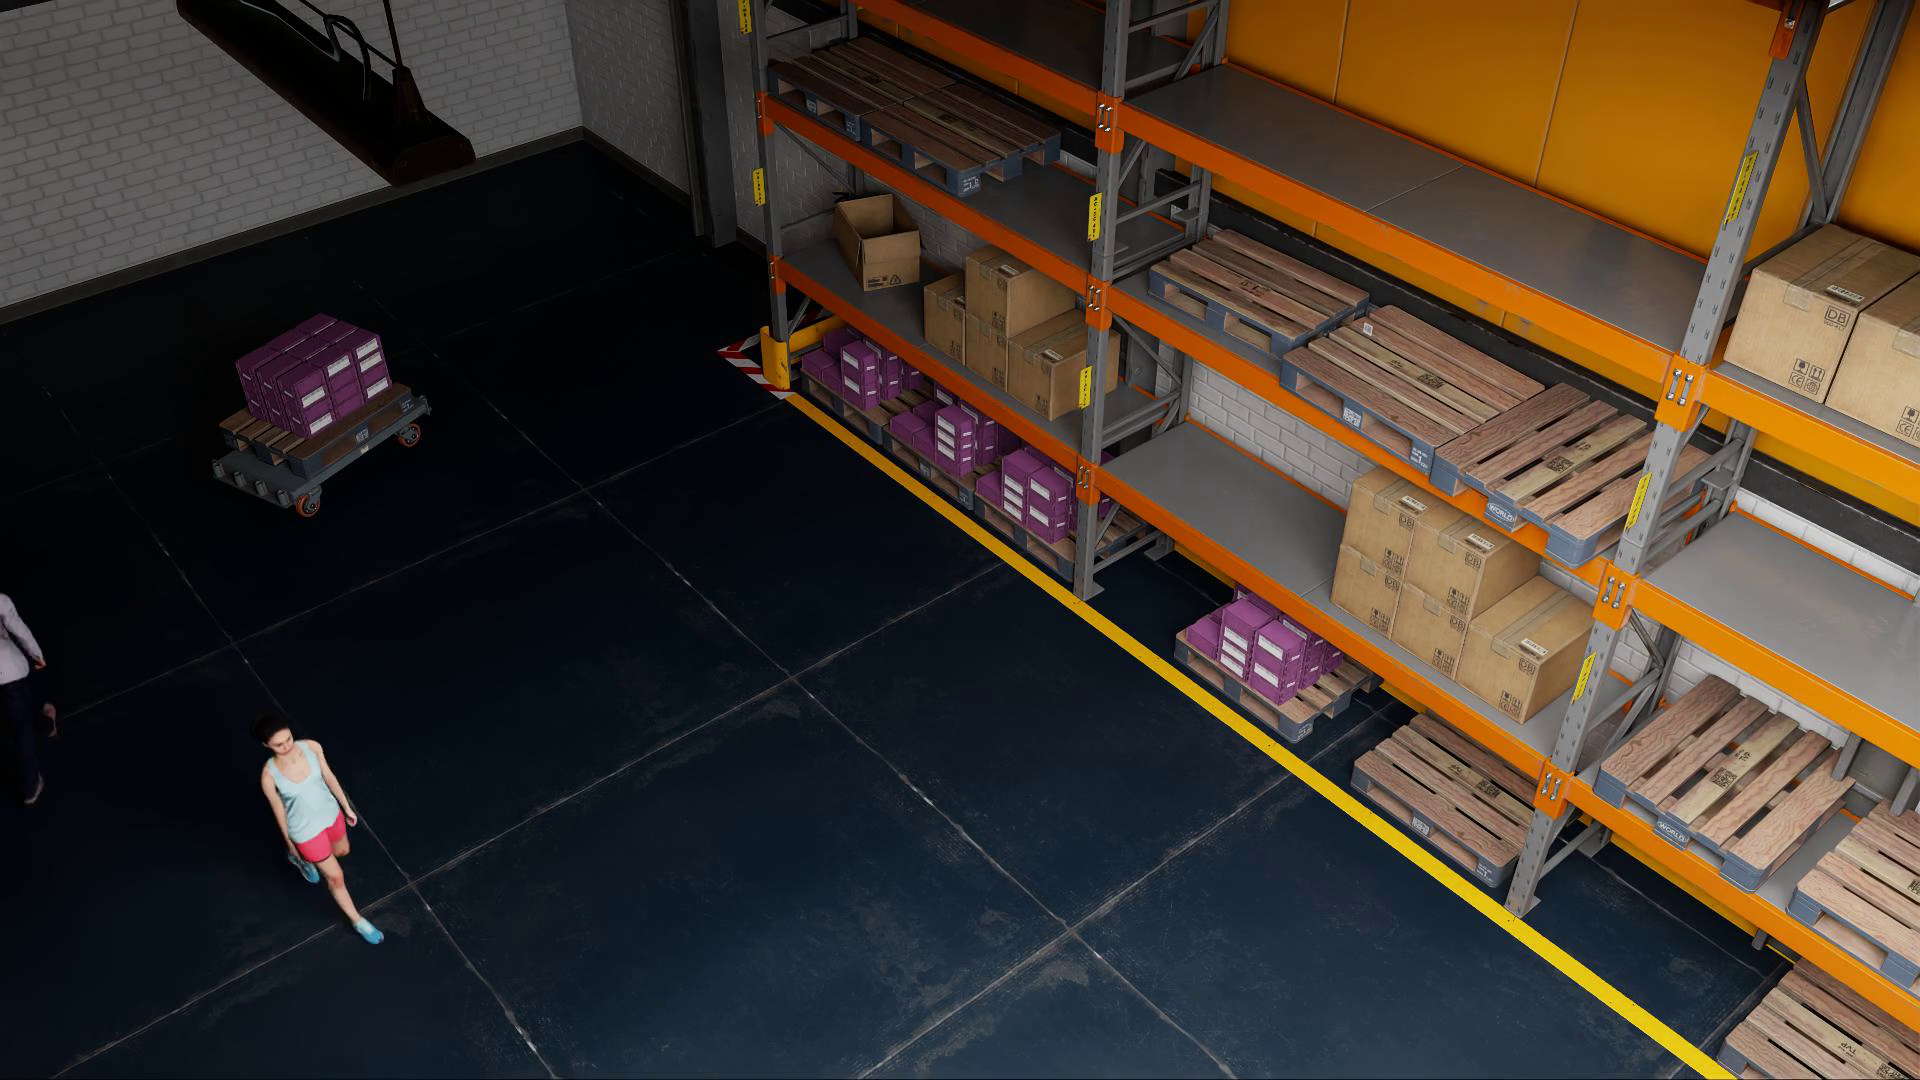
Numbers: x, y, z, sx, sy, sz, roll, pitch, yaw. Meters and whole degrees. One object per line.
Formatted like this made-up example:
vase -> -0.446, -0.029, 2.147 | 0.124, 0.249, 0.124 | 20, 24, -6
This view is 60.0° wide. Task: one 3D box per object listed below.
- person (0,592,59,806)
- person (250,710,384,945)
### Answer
person -> -6.292, 0.945, 10.858 | 1.057, 1.788, 1.297 | -8, 39, -10
person -> -3.910, 1.672, 9.981 | 1.132, 1.746, 0.808 | 22, 44, 25
